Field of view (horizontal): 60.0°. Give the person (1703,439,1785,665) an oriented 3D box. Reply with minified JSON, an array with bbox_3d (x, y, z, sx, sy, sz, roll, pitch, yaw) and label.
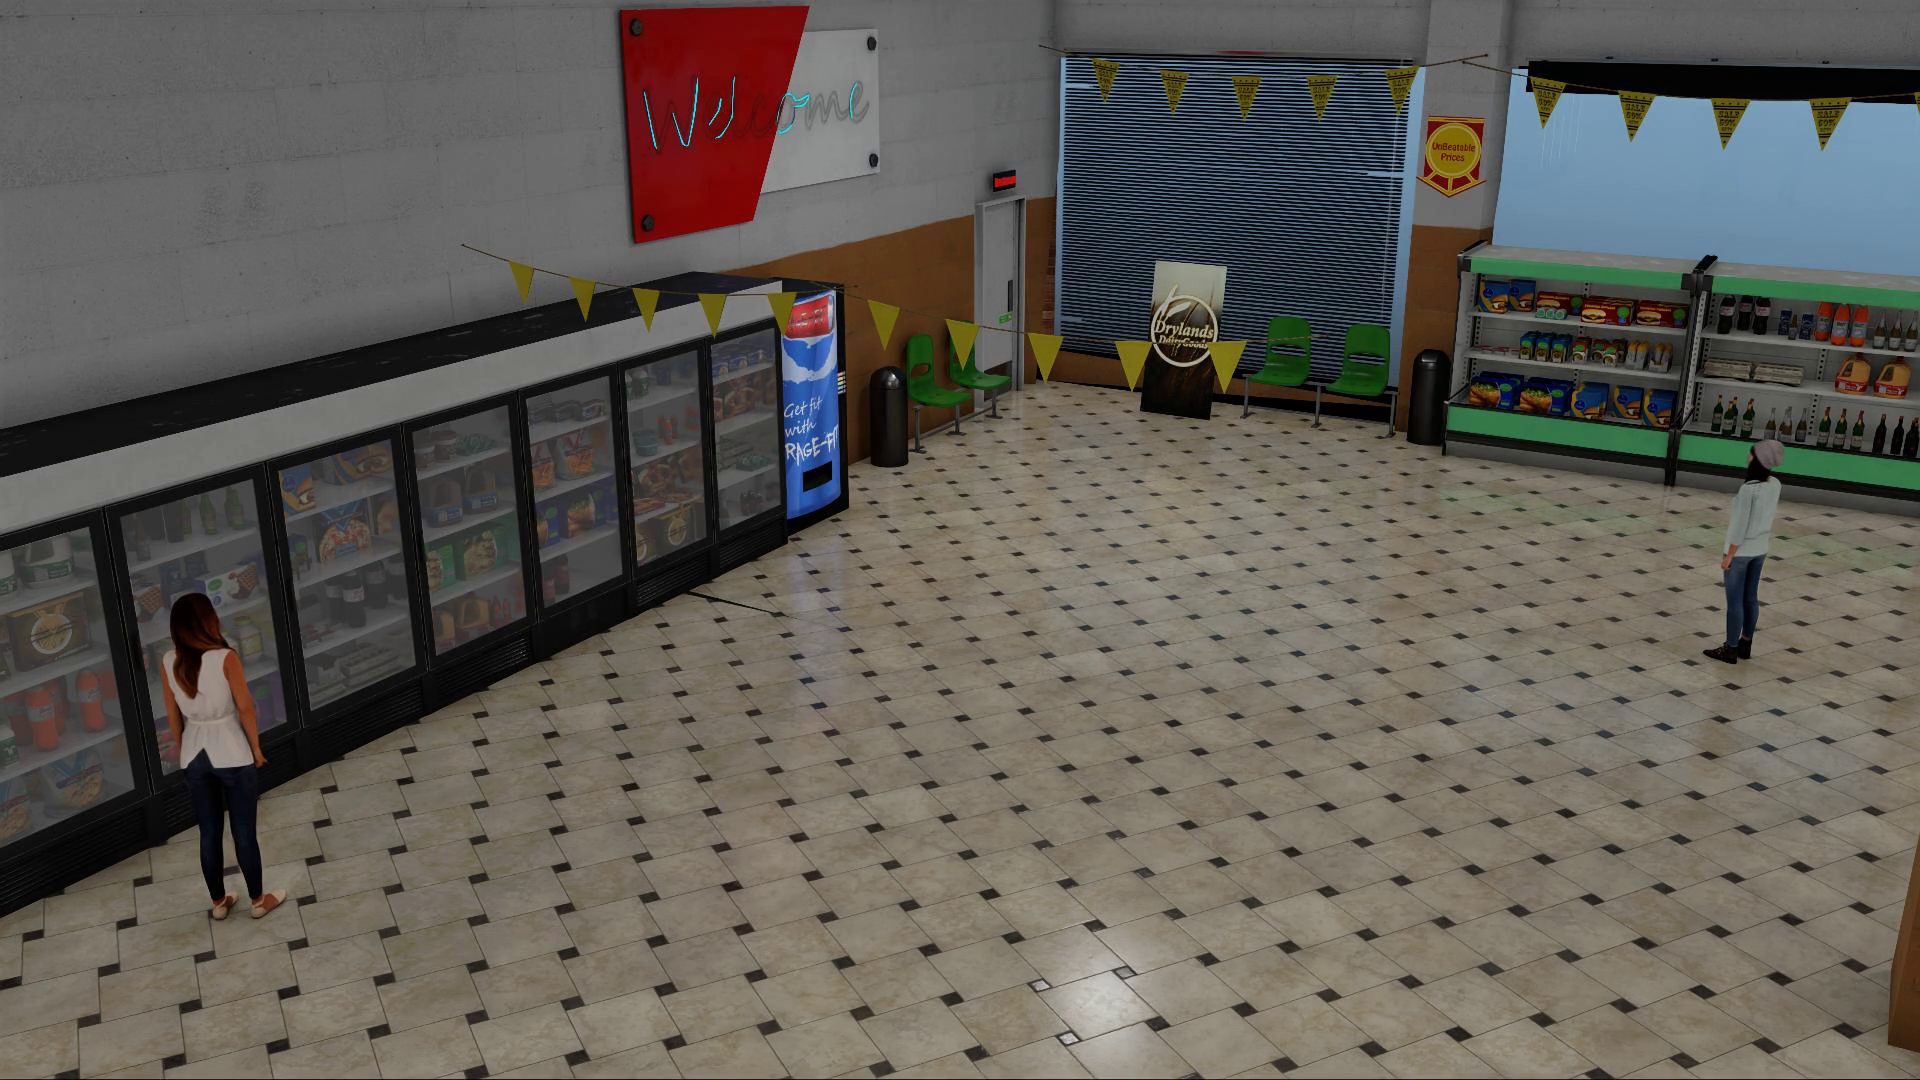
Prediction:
[{"bbox_3d":[5.585,0.069,11.809,0.647,1.639,0.648,-11,22,-29],"label":"person"}]

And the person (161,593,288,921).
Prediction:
[{"bbox_3d":[-3.790,1.115,8.478,0.617,1.784,0.735,1,19,2],"label":"person"}]
